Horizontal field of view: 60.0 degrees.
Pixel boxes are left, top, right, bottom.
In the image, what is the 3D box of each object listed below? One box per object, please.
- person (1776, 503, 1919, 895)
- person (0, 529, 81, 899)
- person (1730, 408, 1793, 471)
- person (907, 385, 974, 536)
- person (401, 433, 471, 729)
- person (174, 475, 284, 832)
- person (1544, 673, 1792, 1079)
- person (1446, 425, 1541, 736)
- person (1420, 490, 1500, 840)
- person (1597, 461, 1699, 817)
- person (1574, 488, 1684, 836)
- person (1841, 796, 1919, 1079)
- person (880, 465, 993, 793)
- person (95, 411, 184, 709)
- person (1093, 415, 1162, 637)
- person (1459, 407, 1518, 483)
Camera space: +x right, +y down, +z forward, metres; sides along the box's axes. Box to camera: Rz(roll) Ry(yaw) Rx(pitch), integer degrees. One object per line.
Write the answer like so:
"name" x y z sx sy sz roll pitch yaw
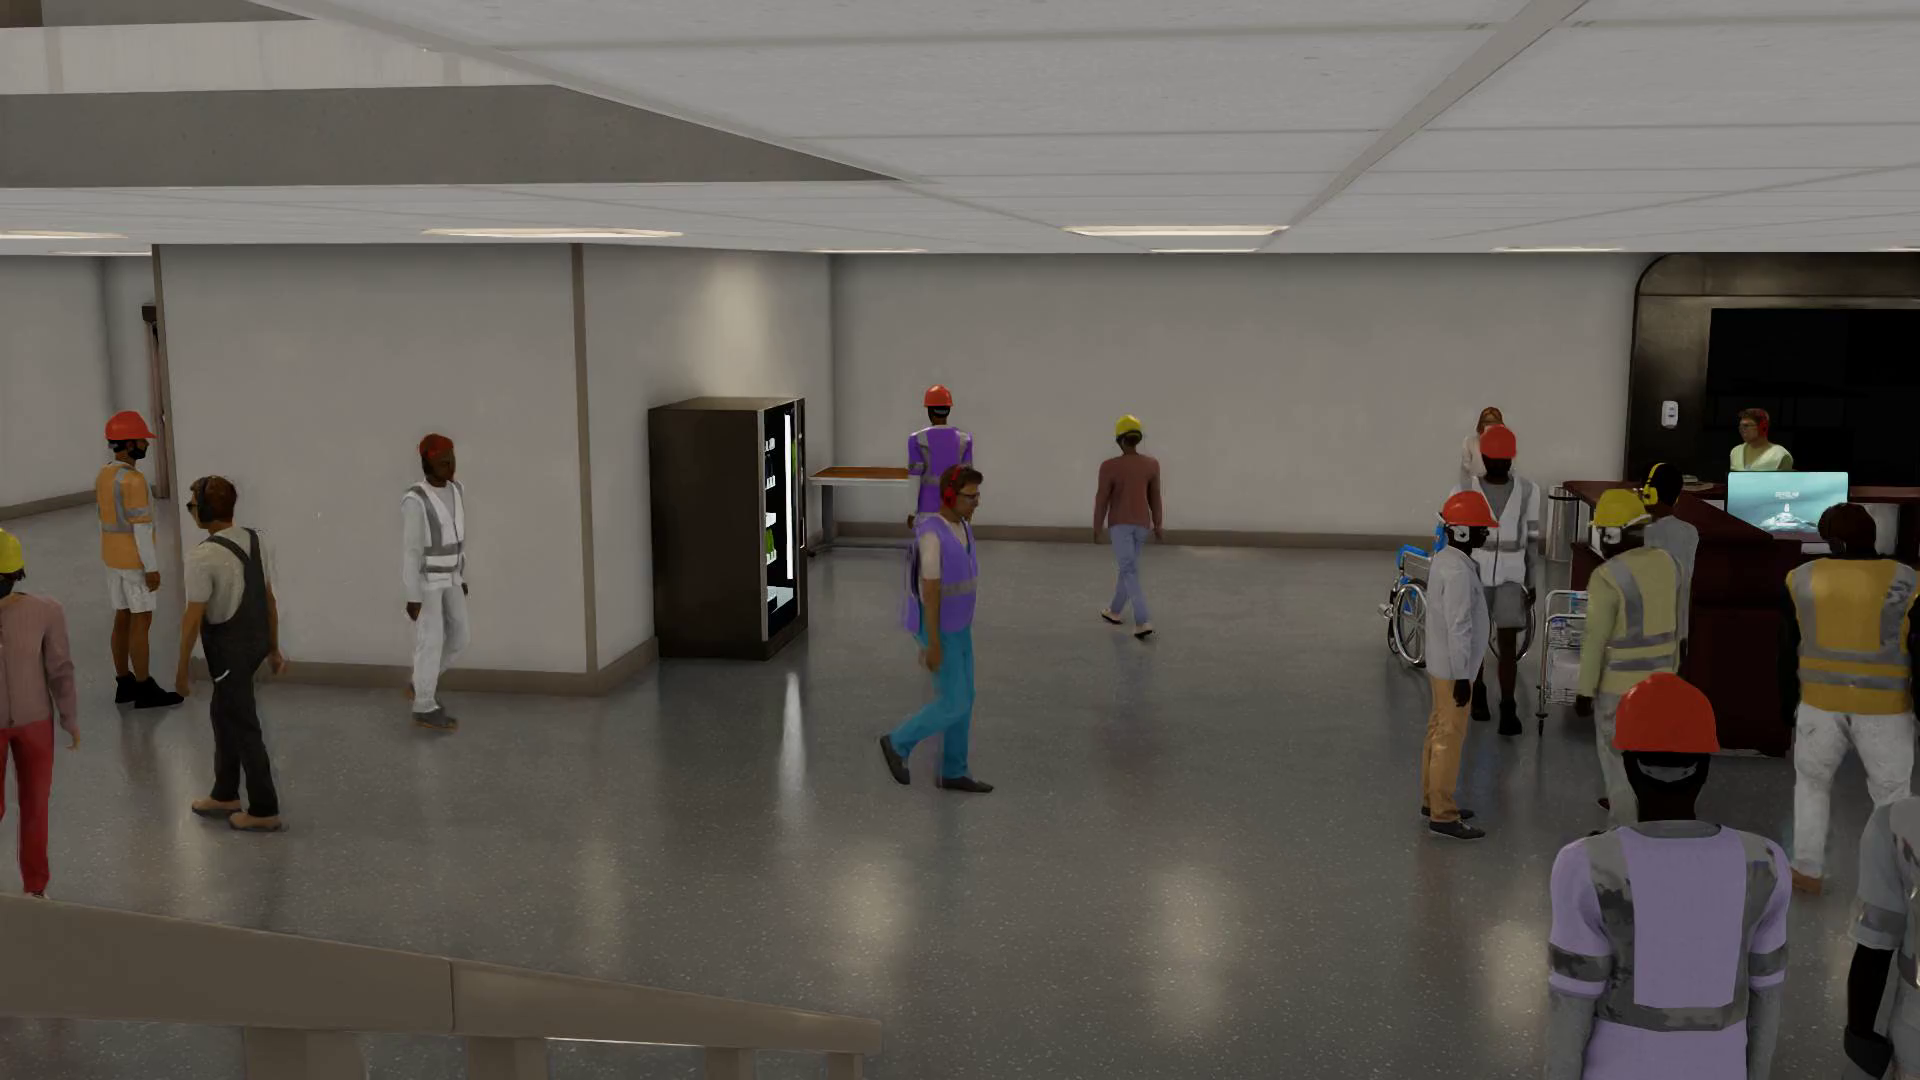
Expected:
"person" 4.115 0.748 7.479 0.837 1.812 0.429 8 12 39
"person" -4.142 0.809 7.243 0.540 1.750 0.418 -8 12 -42
"person" 6.175 -0.135 12.973 1.005 1.783 0.567 -2 10 -14
"person" -0.170 -0.280 13.390 0.552 1.934 0.363 -3 10 -18
"person" -3.293 0.259 10.290 0.564 1.861 0.619 3 10 16
"person" -3.780 0.579 8.422 0.730 1.821 0.550 2 9 13
"person" 1.607 1.265 3.883 0.542 1.930 0.375 0 9 0
"person" 3.273 0.251 10.233 0.575 1.891 0.949 2 9 12
"person" 2.521 0.618 8.415 0.329 1.751 0.568 1 9 9
"person" 3.625 0.521 8.699 0.510 1.861 0.324 -6 11 -35
"person" 3.201 0.652 8.027 0.604 1.807 0.432 -6 11 -32
"person" 2.425 1.248 3.935 0.621 1.950 0.388 6 11 32
"person" -0.103 0.495 8.966 0.502 1.817 0.591 3 10 20
"person" -5.393 0.127 10.871 0.543 1.939 0.371 8 12 40
"person" 1.327 -0.123 13.081 0.534 1.724 0.924 -4 10 -23
"person" 4.782 -0.399 15.096 0.504 1.627 0.285 5 10 28
